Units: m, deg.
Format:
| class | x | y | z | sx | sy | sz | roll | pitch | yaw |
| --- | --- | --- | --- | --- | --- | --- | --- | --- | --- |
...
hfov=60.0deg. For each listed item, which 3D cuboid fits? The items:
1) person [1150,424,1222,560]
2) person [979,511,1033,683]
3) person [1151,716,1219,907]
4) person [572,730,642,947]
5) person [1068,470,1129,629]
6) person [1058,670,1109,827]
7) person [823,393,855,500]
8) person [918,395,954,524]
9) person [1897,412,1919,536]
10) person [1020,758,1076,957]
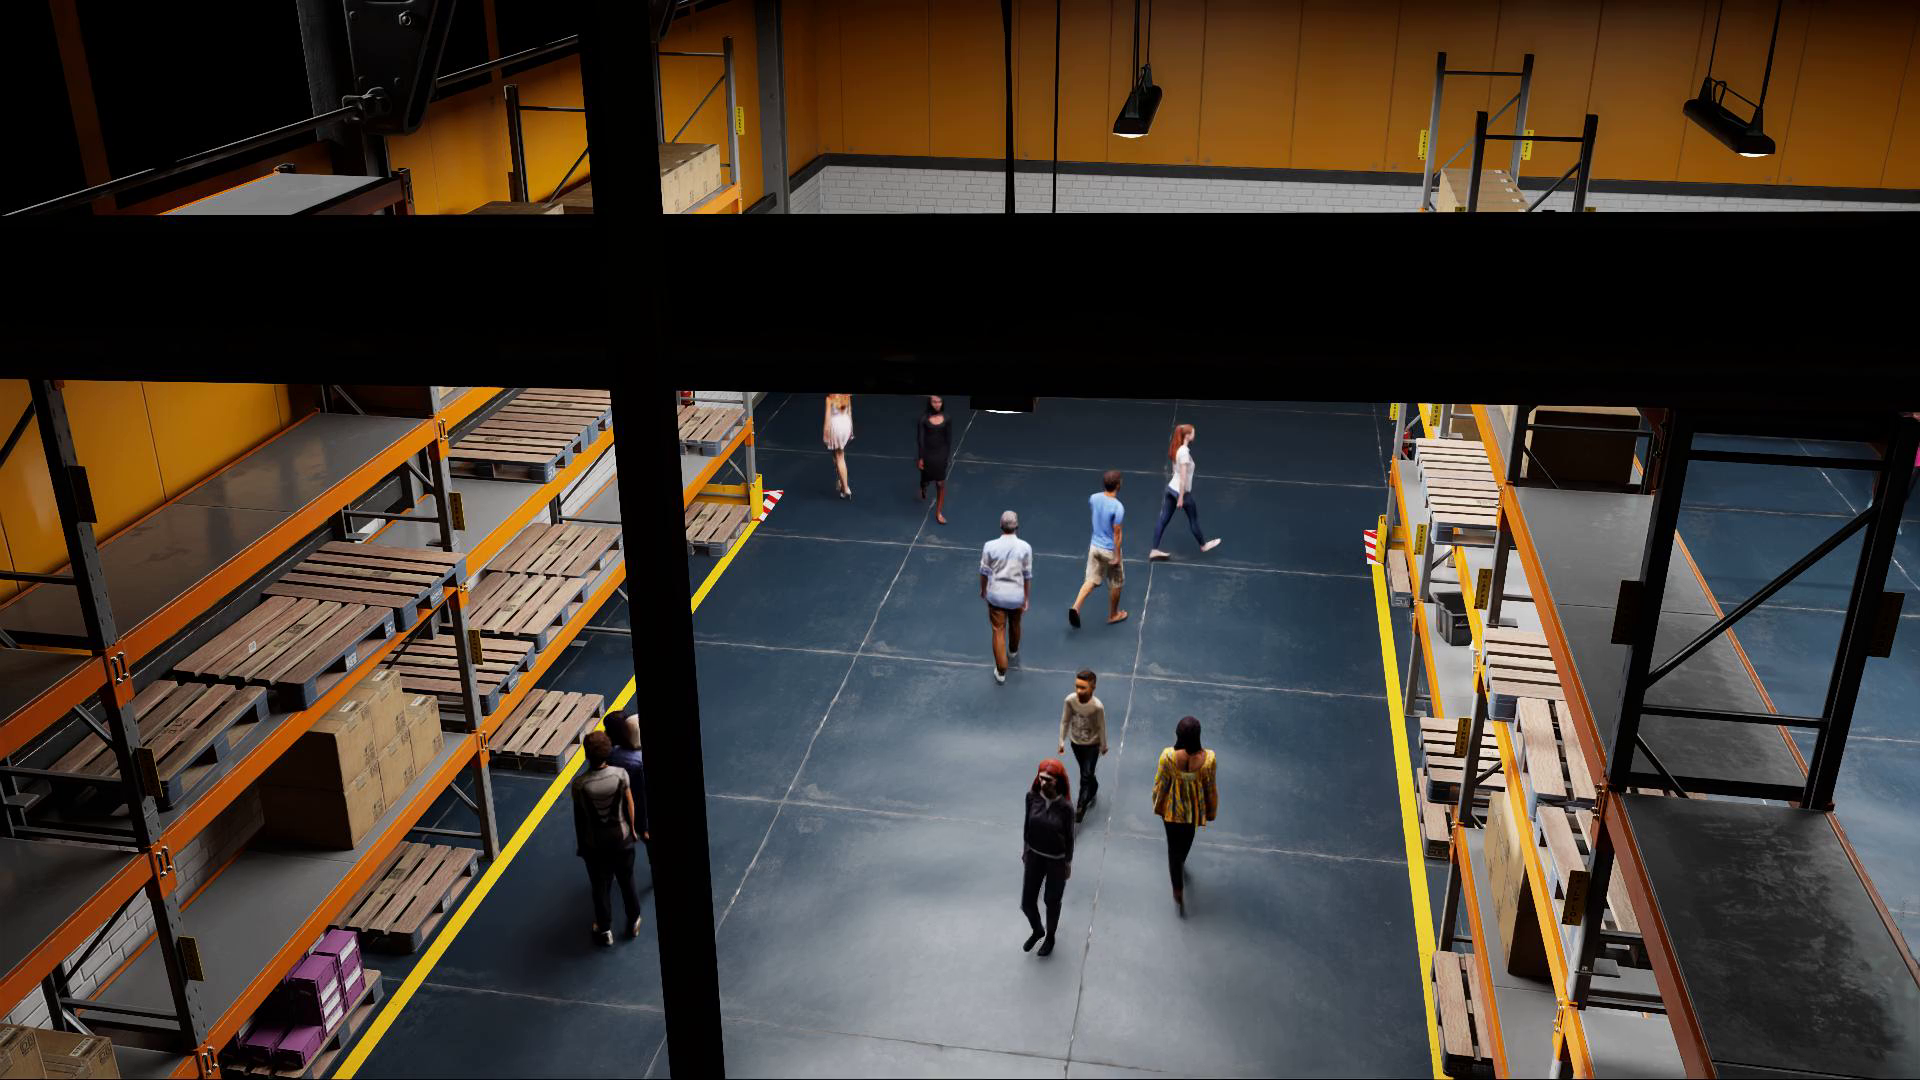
| class | x | y | z | sx | sy | sz | roll | pitch | yaw |
| --- | --- | --- | --- | --- | --- | --- | --- | --- | --- |
| person | 2.547 | -0.538 | 20.055 | 1.029 | 1.691 | 1.123 | -8 | 25 | -18 |
| person | 0.483 | 0.620 | 17.283 | 0.846 | 1.789 | 1.109 | -2 | 24 | -4 |
| person | 1.848 | 2.255 | 13.756 | 0.810 | 1.620 | 1.064 | 0 | 24 | 0 |
| person | -2.796 | 2.354 | 13.183 | 0.740 | 1.897 | 0.755 | -10 | 26 | -22 |
| person | 1.546 | 0.122 | 18.355 | 1.167 | 1.844 | 1.022 | -21 | 31 | -39 |
| person | 1.163 | 1.799 | 15.029 | 0.785 | 1.435 | 1.038 | 14 | 27 | 29 |
| person | -1.523 | -1.336 | 21.812 | 0.751 | 1.746 | 0.806 | -19 | 30 | -37 |
| person | -0.356 | -1.089 | 21.305 | 0.834 | 1.700 | 1.016 | -6 | 24 | -13 |
| person | 11.888 | -0.944 | 20.967 | 0.542 | 1.705 | 0.883 | 4 | 24 | 8 |
| person | 0.725 | 2.459 | 13.097 | 0.675 | 1.772 | 0.664 | 12 | 26 | 26 |
